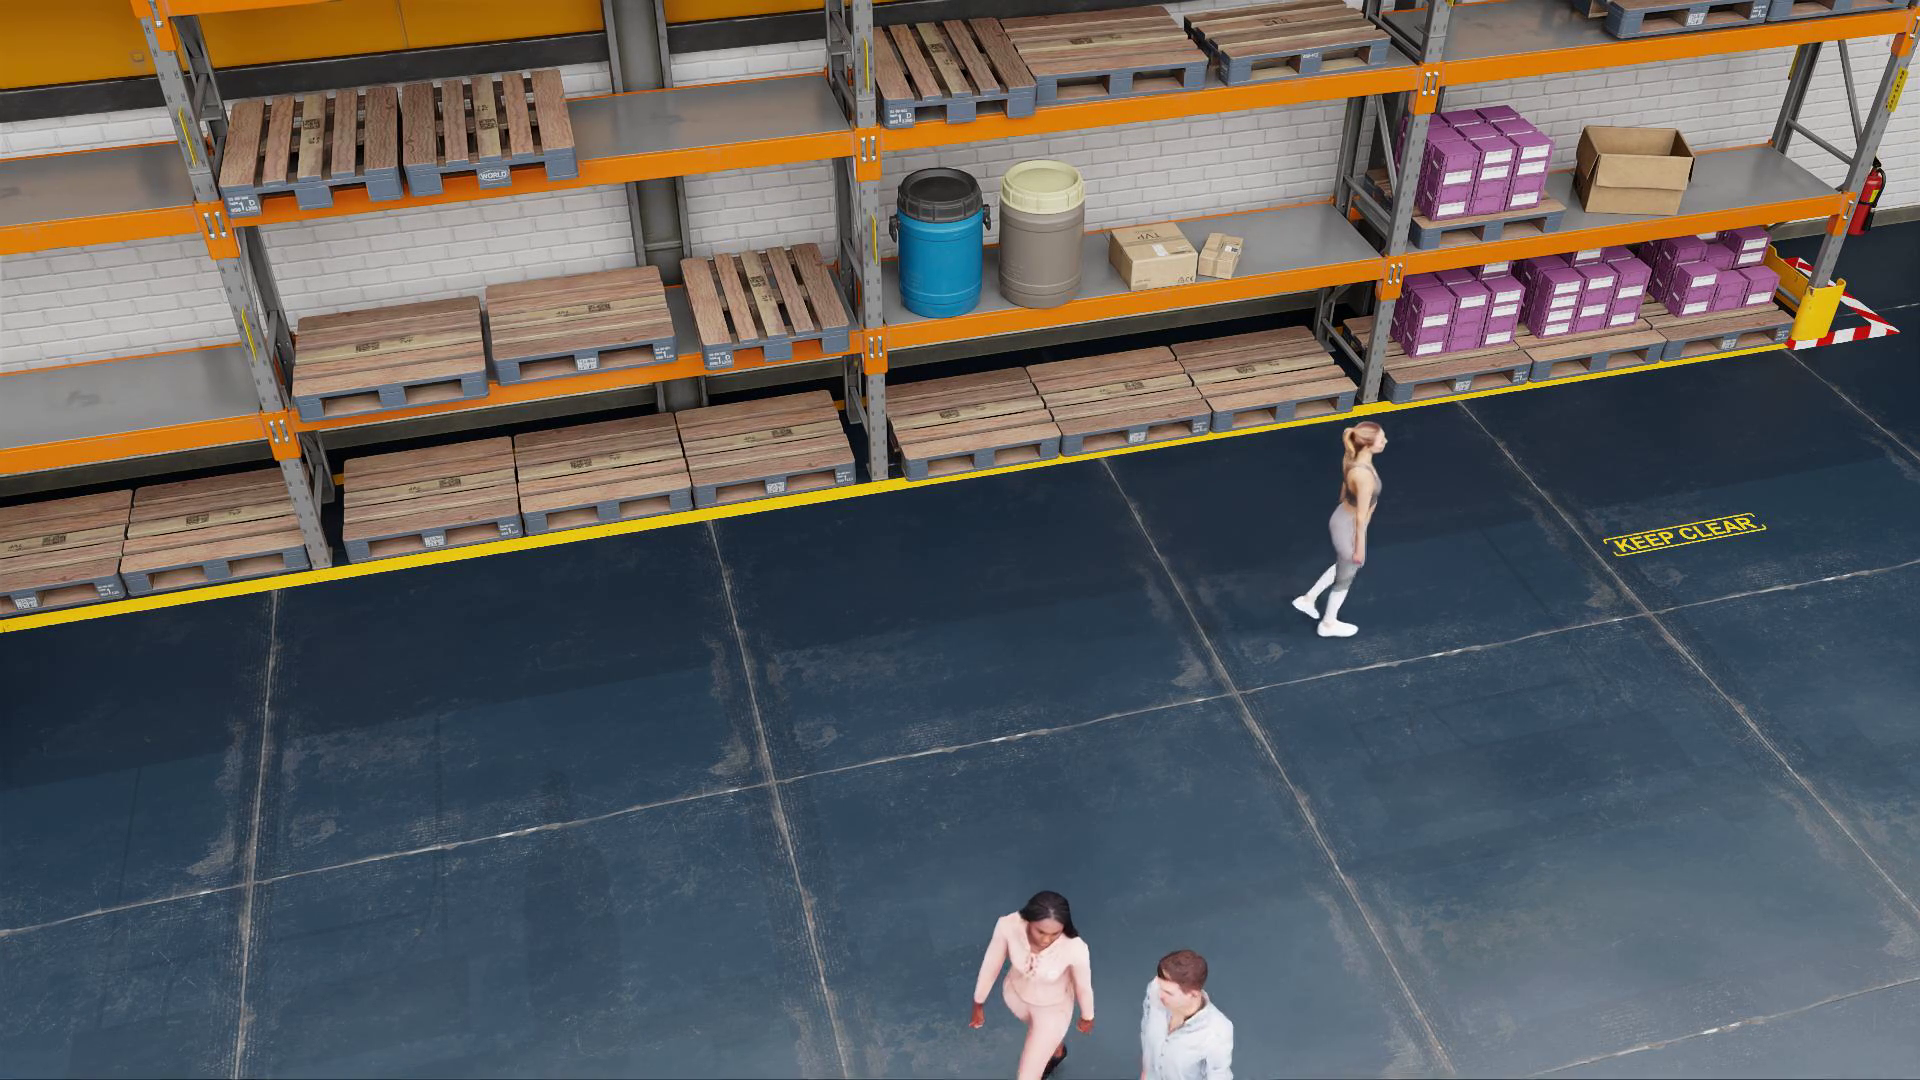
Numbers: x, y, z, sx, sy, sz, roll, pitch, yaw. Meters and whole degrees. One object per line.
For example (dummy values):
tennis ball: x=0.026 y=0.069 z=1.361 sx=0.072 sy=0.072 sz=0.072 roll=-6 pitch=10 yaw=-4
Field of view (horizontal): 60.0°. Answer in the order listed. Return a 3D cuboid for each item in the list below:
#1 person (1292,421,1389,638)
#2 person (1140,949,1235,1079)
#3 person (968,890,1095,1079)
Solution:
person: x=2.395 y=-0.049 z=10.582 sx=0.730 sy=1.693 sz=0.650 roll=-2 pitch=39 yaw=-2
person: x=1.067 y=2.398 z=7.419 sx=1.034 sy=1.815 sz=1.184 roll=24 pitch=44 yaw=27
person: x=0.417 y=2.143 z=7.855 sx=1.131 sy=1.670 sz=1.219 roll=23 pitch=44 yaw=26
